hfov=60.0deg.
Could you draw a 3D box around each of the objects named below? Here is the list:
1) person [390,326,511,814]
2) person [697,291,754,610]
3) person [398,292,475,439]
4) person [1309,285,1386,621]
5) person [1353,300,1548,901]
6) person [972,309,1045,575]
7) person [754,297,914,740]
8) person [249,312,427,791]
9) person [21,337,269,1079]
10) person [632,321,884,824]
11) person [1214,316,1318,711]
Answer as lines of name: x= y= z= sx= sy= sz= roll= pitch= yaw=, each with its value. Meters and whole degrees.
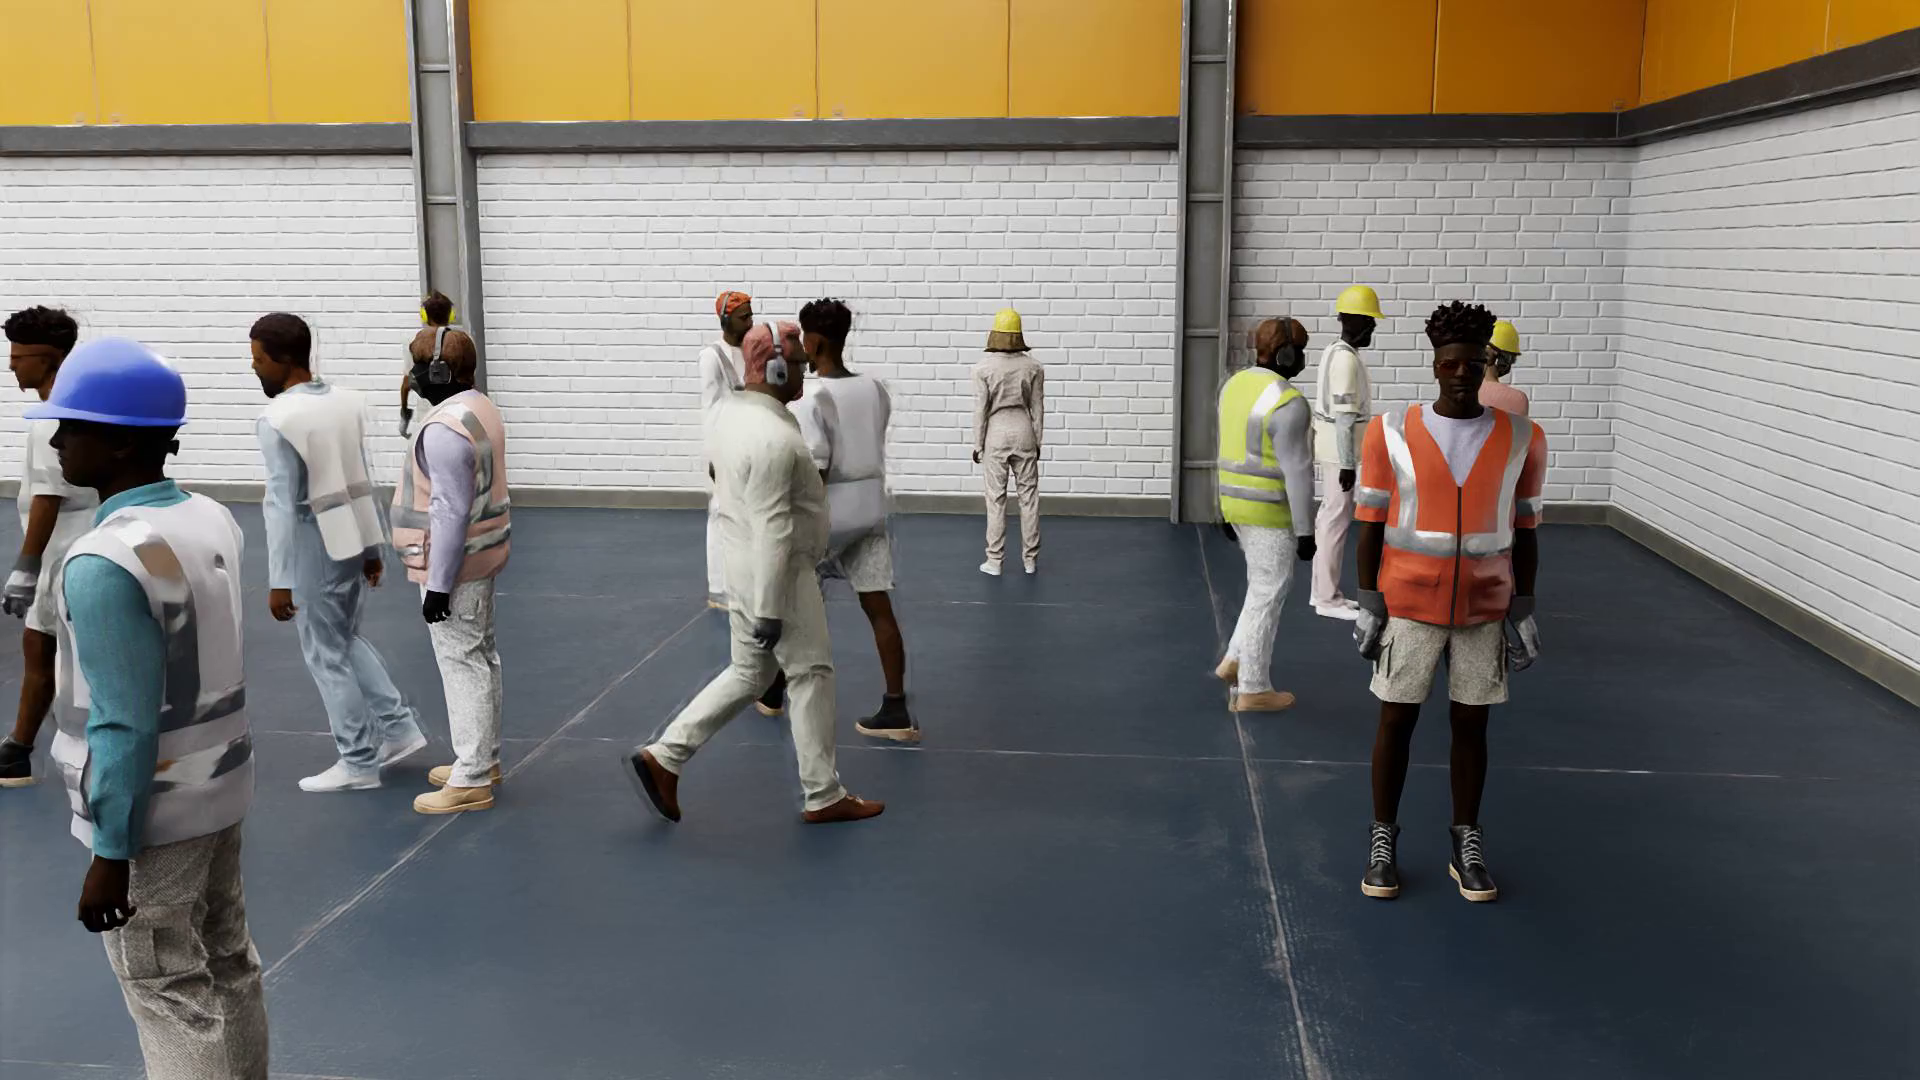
person: x=-1.936 y=0.111 z=6.346 sx=0.429 sy=1.844 sz=0.627 roll=-1 pitch=10 yaw=-6
person: x=-1.342 y=-0.533 z=9.909 sx=0.340 sy=1.882 sz=0.585 roll=4 pitch=11 yaw=19
person: x=-3.772 y=-0.869 z=12.041 sx=0.510 sy=1.820 sz=0.957 roll=-6 pitch=11 yaw=-29
person: x=2.236 y=-0.506 z=9.645 sx=0.383 sy=1.923 sz=0.590 roll=1 pitch=10 yaw=8
person: x=1.590 y=0.207 z=5.441 sx=0.603 sy=1.966 sz=0.368 roll=1 pitch=10 yaw=6
person: x=0.314 y=-0.640 z=10.925 sx=0.483 sy=1.745 sz=0.304 roll=-2 pitch=10 yaw=-12
person: x=-0.580 y=-0.103 z=7.341 sx=1.010 sy=1.910 sz=0.608 roll=9 pitch=13 yaw=41
person: x=-2.454 y=0.063 z=6.458 sx=0.446 sy=1.895 sz=0.622 roll=1 pitch=10 yaw=6
person: x=-1.686 y=0.551 z=3.513 sx=0.382 sy=1.949 sz=0.614 roll=-1 pitch=10 yaw=-5
person: x=-0.739 y=0.143 z=6.055 sx=0.837 sy=1.883 sz=0.646 roll=-4 pitch=11 yaw=-24
person: x=1.422 y=-0.108 z=7.646 sx=0.452 sy=1.825 sz=0.651 roll=-3 pitch=10 yaw=-17
